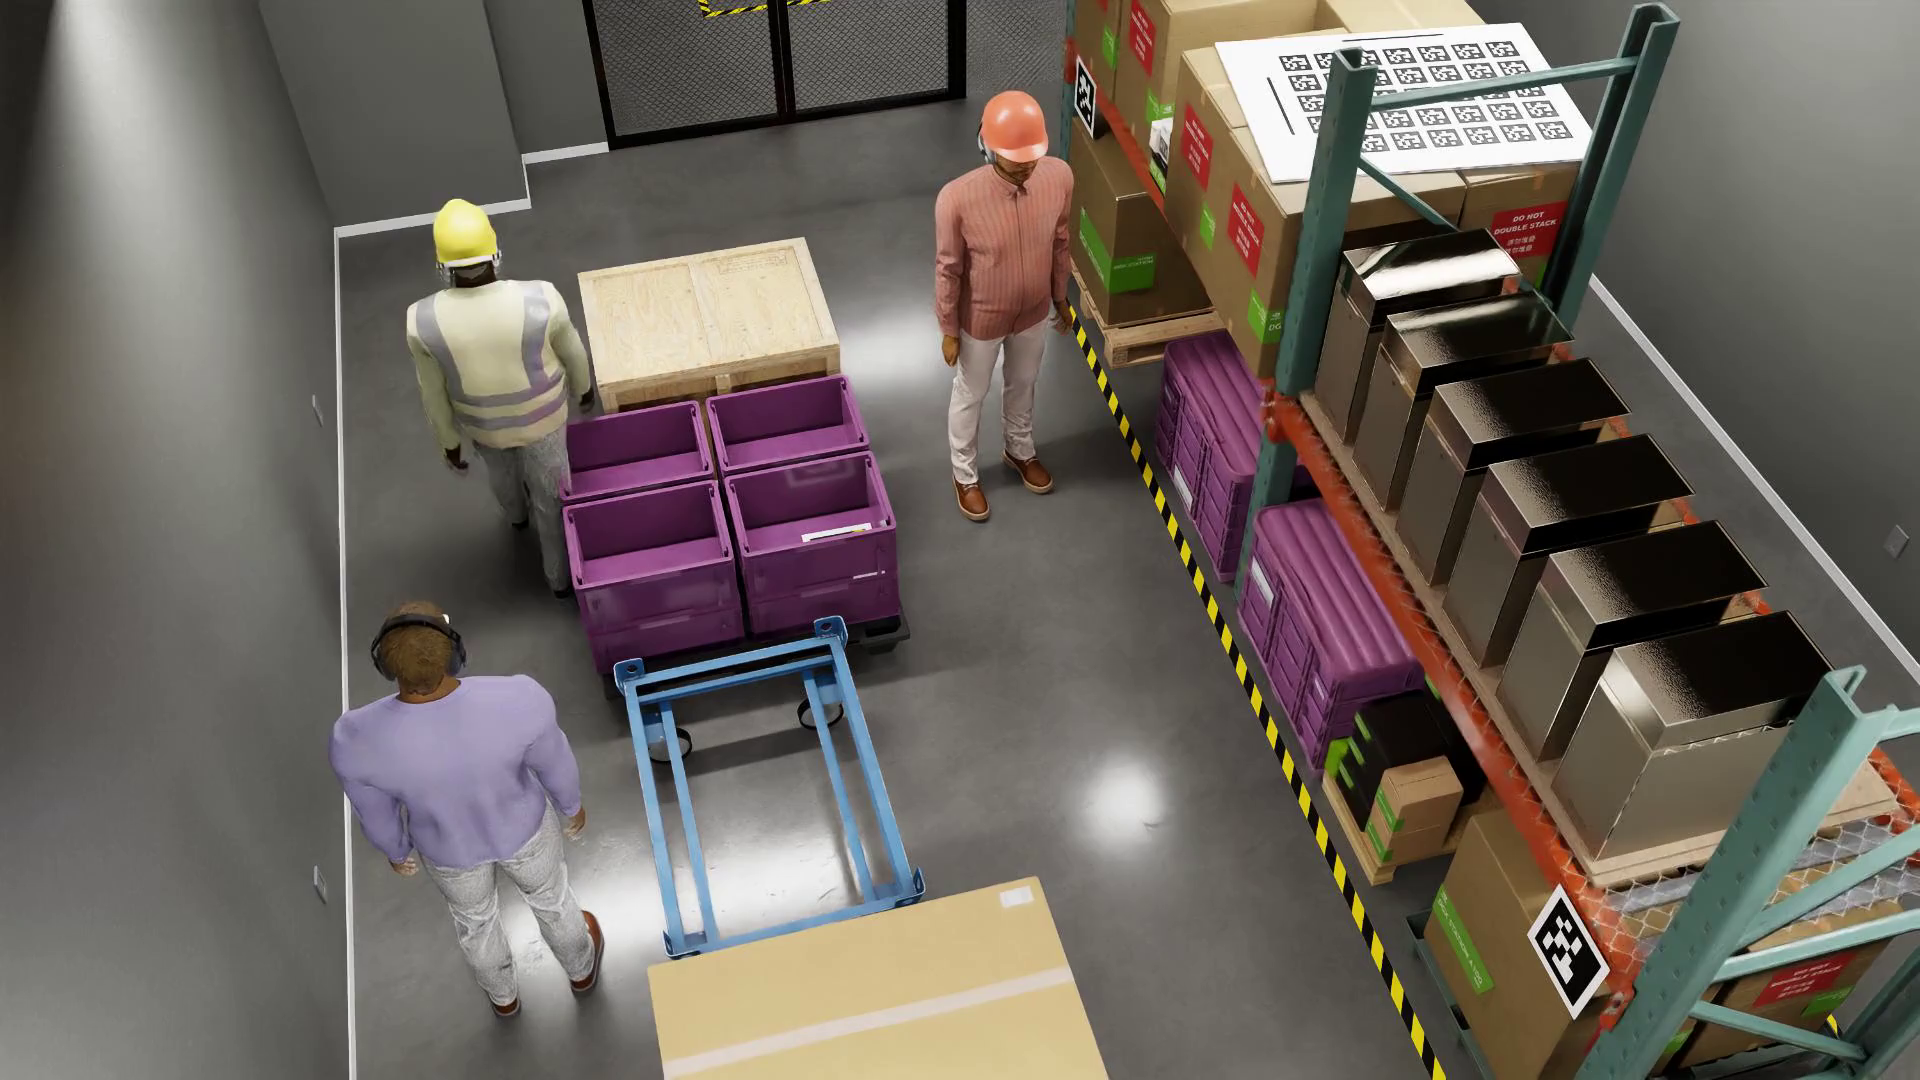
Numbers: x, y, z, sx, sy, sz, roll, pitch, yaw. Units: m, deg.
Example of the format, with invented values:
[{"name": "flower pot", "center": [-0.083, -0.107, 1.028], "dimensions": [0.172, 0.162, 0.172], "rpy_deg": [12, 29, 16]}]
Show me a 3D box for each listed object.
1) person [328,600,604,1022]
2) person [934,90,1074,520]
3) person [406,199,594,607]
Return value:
[{"name": "person", "center": [-1.460, 0.867, 5.090], "dimensions": [0.636, 1.938, 0.358], "rpy_deg": [-13, 49, -12]}, {"name": "person", "center": [0.186, -0.926, 6.699], "dimensions": [0.611, 1.996, 0.378], "rpy_deg": [-22, 51, -19]}, {"name": "person", "center": [-1.742, -0.583, 6.511], "dimensions": [0.608, 1.799, 0.804], "rpy_deg": [-6, 48, -5]}]
